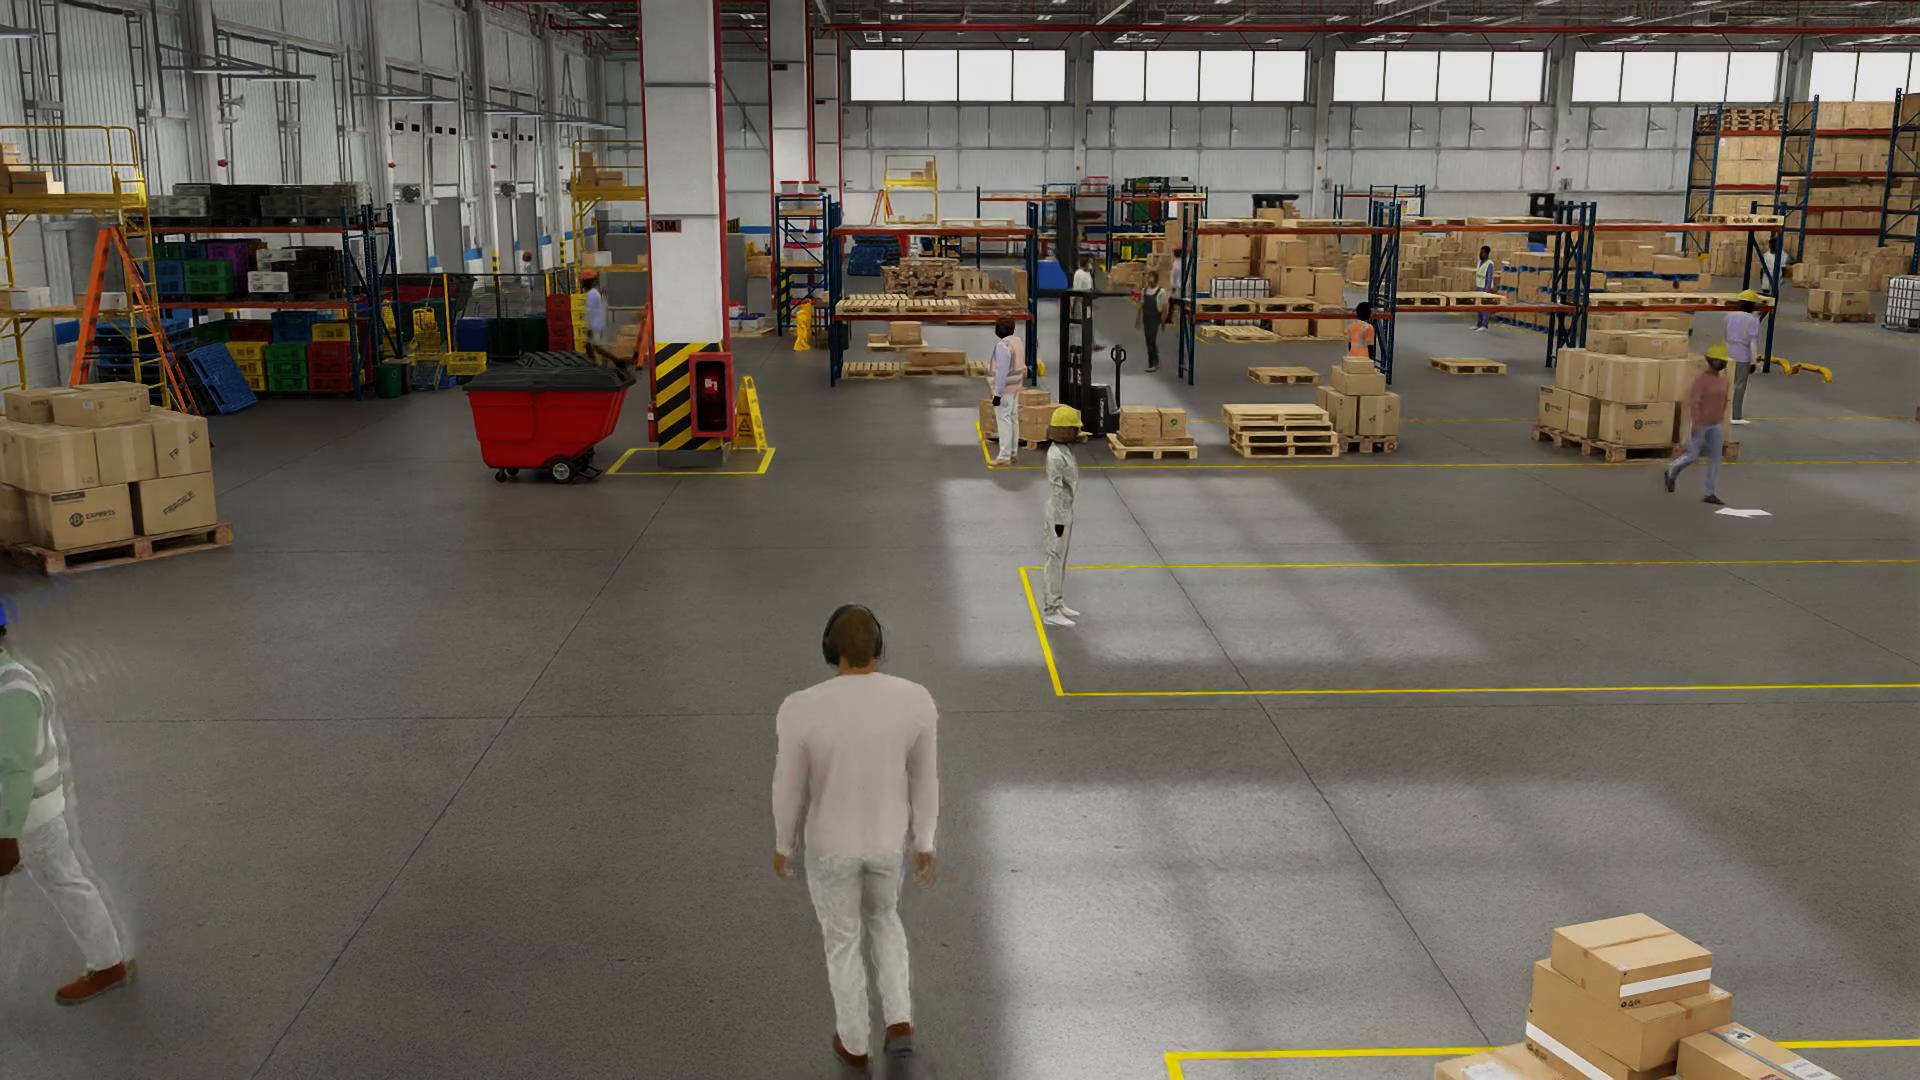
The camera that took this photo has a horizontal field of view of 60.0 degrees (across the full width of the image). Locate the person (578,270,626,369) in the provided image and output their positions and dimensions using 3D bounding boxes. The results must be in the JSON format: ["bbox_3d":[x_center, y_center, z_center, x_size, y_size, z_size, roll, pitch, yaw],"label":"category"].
[{"bbox_3d":[-6.200,-3.687,28.597,0.760,1.903,0.580,-3,13,-12],"label":"person"}]

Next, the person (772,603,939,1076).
[{"bbox_3d":[-0.416,1.184,6.558,0.632,1.920,0.424,-5,14,-22],"label":"person"}]

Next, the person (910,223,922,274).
[{"bbox_3d":[-1.462,-9.642,55.535,0.350,1.885,0.584,-7,14,-28],"label":"person"}]

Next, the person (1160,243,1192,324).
[{"bbox_3d":[5.169,-6.018,39.149,0.861,1.896,0.577,4,13,19],"label":"person"}]

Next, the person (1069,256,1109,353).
[{"bbox_3d":[2.555,-4.671,33.036,0.977,1.893,0.654,5,13,22],"label":"person"}]

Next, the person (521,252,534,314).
[{"bbox_3d":[-10.566,-6.220,40.650,0.314,1.634,0.515,-7,14,-30],"label":"person"}]

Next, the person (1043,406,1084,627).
[{"bbox_3d":[0.824,-0.195,13.190,0.300,1.742,0.493,2,13,11],"label":"person"}]

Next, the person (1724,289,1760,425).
[{"bbox_3d":[11.100,-2.594,23.635,0.400,1.919,0.582,-5,13,-21],"label":"person"}]

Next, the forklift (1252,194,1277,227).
[{"bbox_3d":[10.004,-10.032,55.017,1.873,2.768,1.129,-6,14,-25],"label":"forklift"}]

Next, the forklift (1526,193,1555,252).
[{"bbox_3d":[20.111,-10.645,57.784,1.873,2.768,1.129,-5,13,-20],"label":"forklift"}]

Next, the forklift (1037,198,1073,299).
[{"bbox_3d":[2.865,-8.203,46.757,1.873,2.768,1.129,0,12,-2],"label":"forklift"}]

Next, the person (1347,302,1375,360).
[{"bbox_3d":[5.840,-2.615,24.220,0.320,1.698,0.531,-6,14,-25],"label":"person"}]

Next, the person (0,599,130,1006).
[{"bbox_3d":[-4.016,1.123,6.888,0.634,1.891,0.983,11,17,41],"label":"person"}]

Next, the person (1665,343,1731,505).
[{"bbox_3d":[8.065,-1.280,18.079,0.533,1.743,0.655,-4,13,-17],"label":"person"}]

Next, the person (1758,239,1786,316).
[{"bbox_3d":[20.271,-6.553,41.512,0.623,1.925,0.993,8,15,34],"label":"person"}]

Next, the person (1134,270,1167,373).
[{"bbox_3d":[3.387,-3.896,29.700,0.483,1.828,0.522,-12,17,-42],"label":"person"}]

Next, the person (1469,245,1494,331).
[{"bbox_3d":[11.804,-5.669,37.500,0.391,1.922,0.593,-2,13,-10],"label":"person"}]

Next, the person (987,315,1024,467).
[{"bbox_3d":[0.543,-1.817,20.289,0.429,1.842,0.633,5,13,21],"label":"person"}]

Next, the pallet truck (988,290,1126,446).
[{"bbox_3d":[1.257,-2.299,22.111,1.885,1.965,0.823,-9,15,-35],"label":"pallet truck"}]
